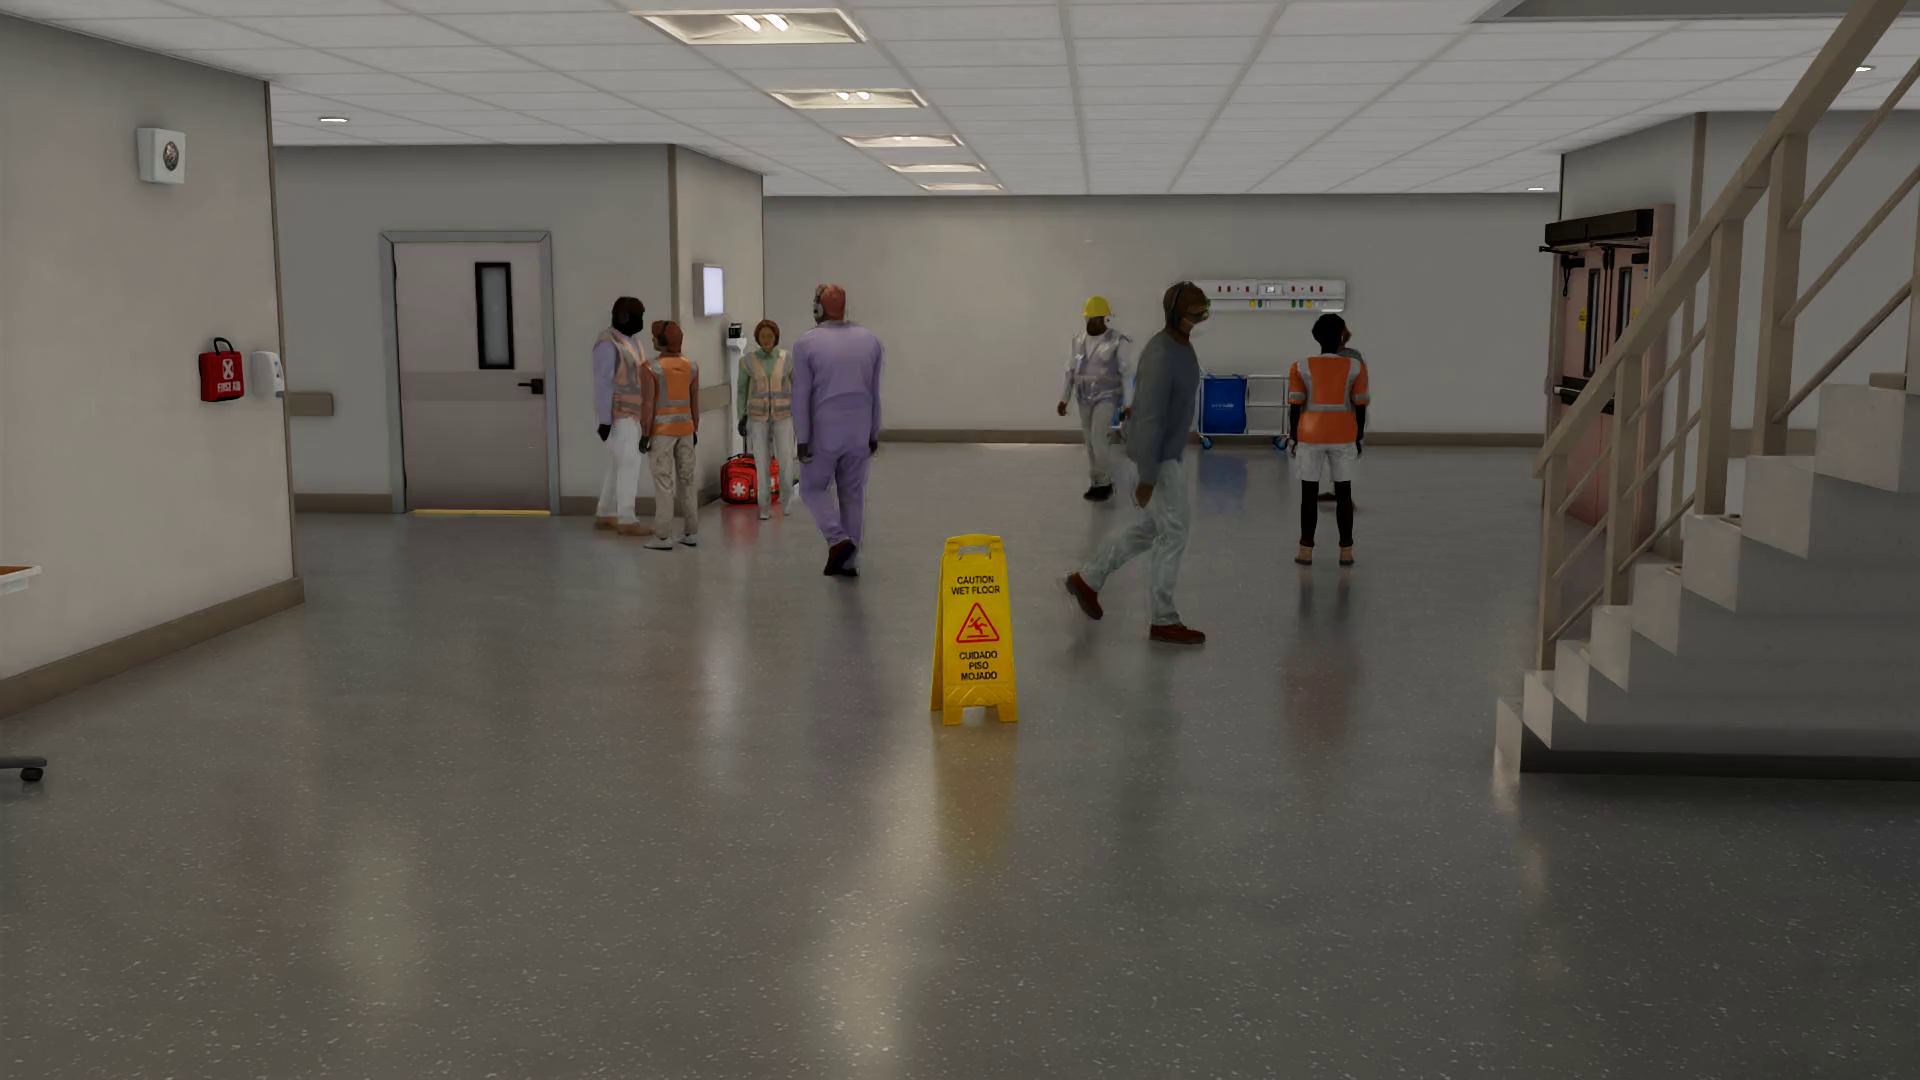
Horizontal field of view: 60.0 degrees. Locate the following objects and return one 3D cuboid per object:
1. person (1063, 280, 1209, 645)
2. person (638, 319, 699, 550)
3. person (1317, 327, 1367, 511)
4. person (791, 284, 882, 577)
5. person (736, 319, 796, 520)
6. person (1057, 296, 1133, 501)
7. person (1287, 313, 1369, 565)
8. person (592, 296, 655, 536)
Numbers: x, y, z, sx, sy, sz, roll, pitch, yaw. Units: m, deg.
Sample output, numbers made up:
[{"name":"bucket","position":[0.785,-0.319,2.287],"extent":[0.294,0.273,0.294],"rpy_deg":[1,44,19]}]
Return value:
[{"name":"person","position":[0.929,-0.406,8.725],"extent":[0.755,1.898,0.660],"rpy_deg":[3,9,17]},{"name":"person","position":[-2.075,-0.751,11.903],"extent":[0.305,1.645,0.522],"rpy_deg":[7,11,40]},{"name":"person","position":[3.230,-1.060,14.162],"extent":[0.371,1.599,0.633],"rpy_deg":[-6,10,-34]},{"name":"person","position":[-0.768,-0.678,10.595],"extent":[0.659,1.894,0.504],"rpy_deg":[-5,10,-32]},{"name":"person","position":[-1.530,-0.963,13.411],"extent":[0.545,1.625,0.365],"rpy_deg":[-1,8,-3]},{"name":"person","position":[1.188,-1.241,14.673],"extent":[0.609,1.808,0.548],"rpy_deg":[8,11,42]},{"name":"person","position":[2.464,-0.670,11.181],"extent":[0.540,1.696,0.317],"rpy_deg":[1,8,5]},{"name":"person","position":[-2.562,-0.942,12.683],"extent":[0.554,1.811,0.651],"rpy_deg":[1,8,7]}]
